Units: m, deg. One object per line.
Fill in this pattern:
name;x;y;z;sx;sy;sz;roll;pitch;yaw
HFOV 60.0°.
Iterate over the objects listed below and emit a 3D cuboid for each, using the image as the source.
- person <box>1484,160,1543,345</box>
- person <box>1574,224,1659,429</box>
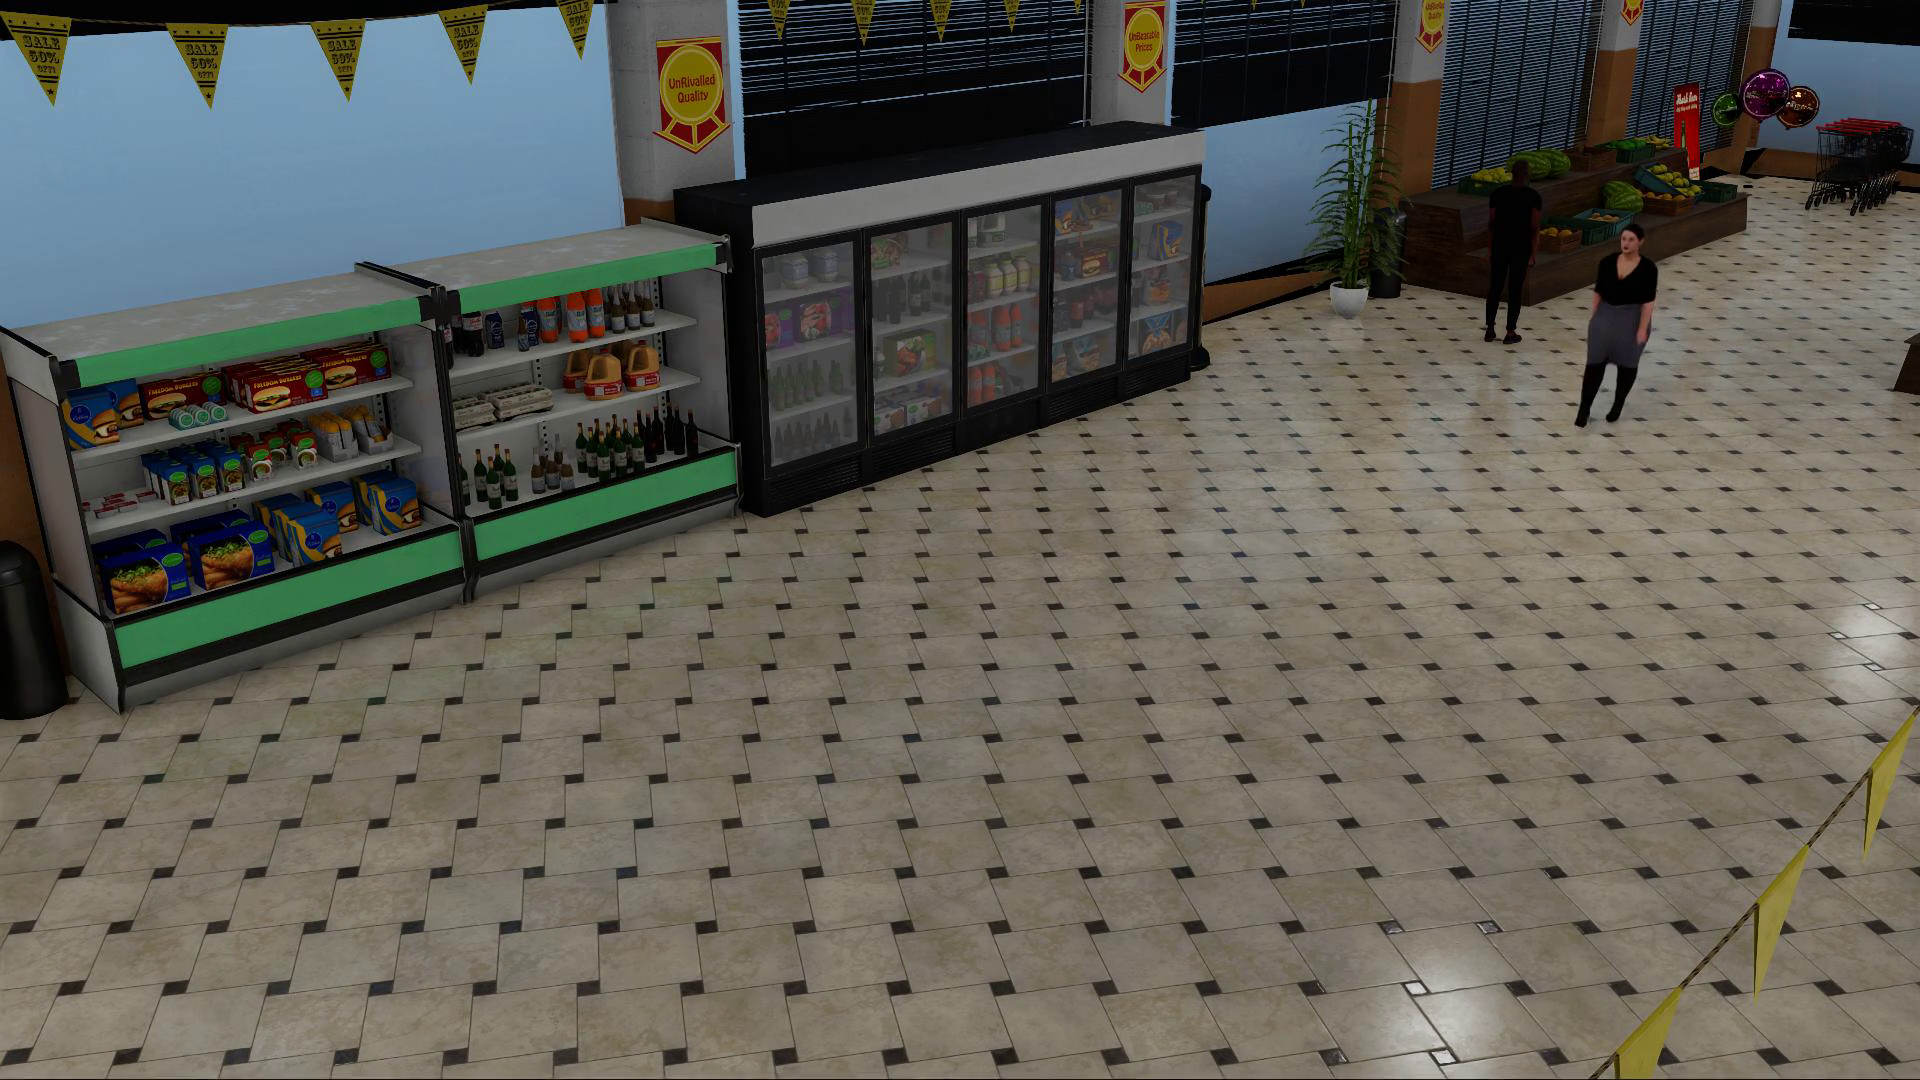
person;5.489;-2.876;16.591;0.707;1.819;0.616;14;26;31
person;5.604;-1.803;14.047;0.745;1.724;1.017;16;27;35
